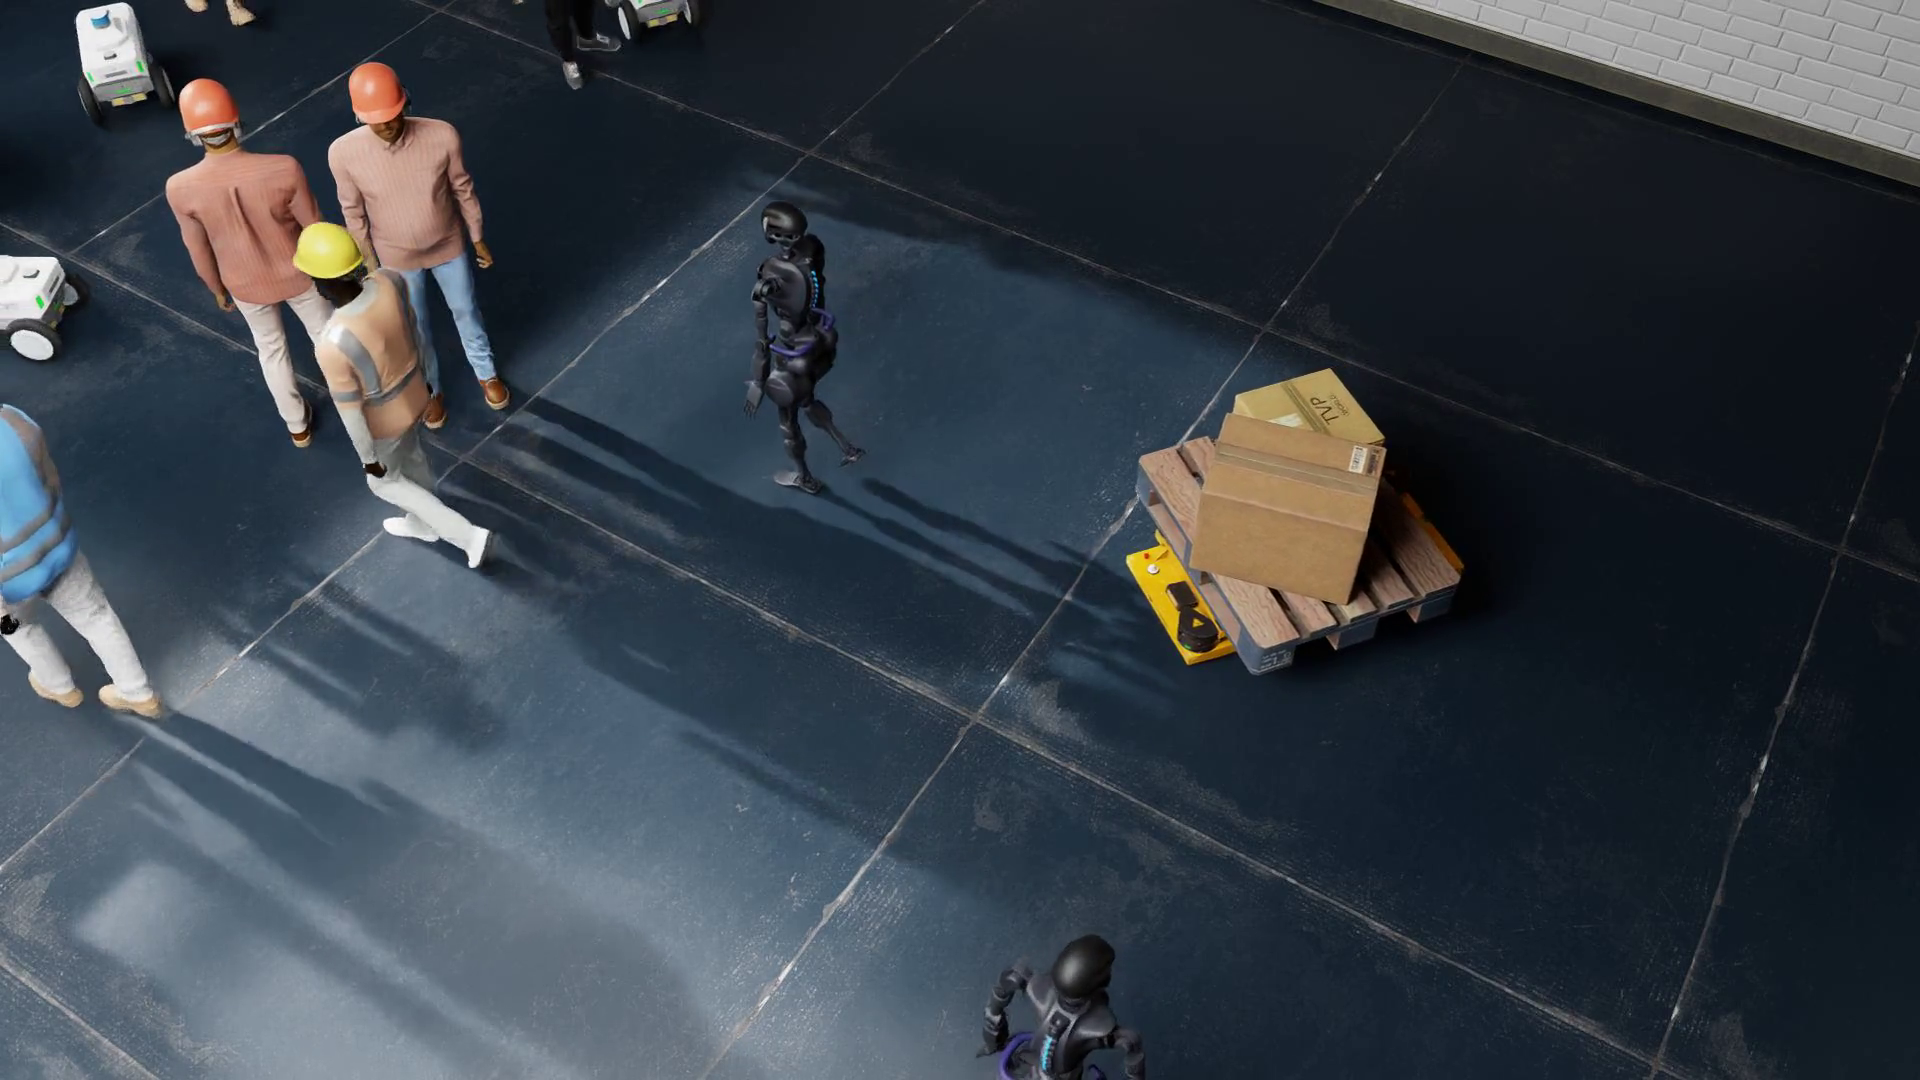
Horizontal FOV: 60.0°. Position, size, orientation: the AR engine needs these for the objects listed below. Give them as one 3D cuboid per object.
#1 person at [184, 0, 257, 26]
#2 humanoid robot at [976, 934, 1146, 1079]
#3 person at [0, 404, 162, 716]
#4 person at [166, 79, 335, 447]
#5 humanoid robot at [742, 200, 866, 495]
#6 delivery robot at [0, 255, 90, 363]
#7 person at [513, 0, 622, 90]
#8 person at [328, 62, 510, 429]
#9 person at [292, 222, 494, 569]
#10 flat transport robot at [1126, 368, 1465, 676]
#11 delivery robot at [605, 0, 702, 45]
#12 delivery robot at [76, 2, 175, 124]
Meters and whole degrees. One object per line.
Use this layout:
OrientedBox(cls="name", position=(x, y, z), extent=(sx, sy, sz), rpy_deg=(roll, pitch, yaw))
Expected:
OrientedBox(cls="person", position=(-4.930, -4.053, 10.311), extent=(0.490, 1.850, 0.894), rpy_deg=(-35, 58, -27))
OrientedBox(cls="humanoid robot", position=(0.294, 1.770, 5.332), extent=(0.611, 1.637, 0.397), rpy_deg=(24, 53, 20))
OrientedBox(cls="person", position=(-3.813, 0.058, 6.757), extent=(0.738, 1.790, 0.650), rpy_deg=(19, 51, 16))
OrientedBox(cls="person", position=(-3.216, -1.257, 7.779), extent=(0.620, 1.986, 0.405), rpy_deg=(-12, 50, -10))
OrientedBox(cls="humanoid robot", position=(-0.718, -0.817, 7.592), extent=(0.432, 1.653, 0.602), rpy_deg=(23, 53, 19))
OrientedBox(cls="delivery robot", position=(-5.048, -1.269, 8.746), extent=(0.807, 0.612, 0.499), rpy_deg=(0, 49, 0))
OrientedBox(cls="person", position=(-2.423, -3.500, 9.916), extent=(0.445, 1.713, 0.827), rpy_deg=(30, 55, 24))
OrientedBox(cls="person", position=(-2.542, -1.383, 7.880), extent=(0.610, 1.995, 0.384), rpy_deg=(-17, 51, -14))
OrientedBox(cls="person", position=(-2.453, -0.578, 7.234), extent=(0.640, 1.908, 0.589), rpy_deg=(15, 51, 13))
OrientedBox(cls="flat transport robot", position=(1.561, 0.092, 7.735), extent=(1.431, 0.231, 0.659), rpy_deg=(-17, 51, -14))
OrientedBox(cls="delivery robot", position=(-2.041, -3.614, 10.778), extent=(0.523, 0.585, 0.752), rpy_deg=(-20, 52, -17))
OrientedBox(cls="delivery robot", position=(-5.188, -2.954, 10.201), extent=(0.523, 0.585, 0.756), rpy_deg=(-18, 51, -15))
